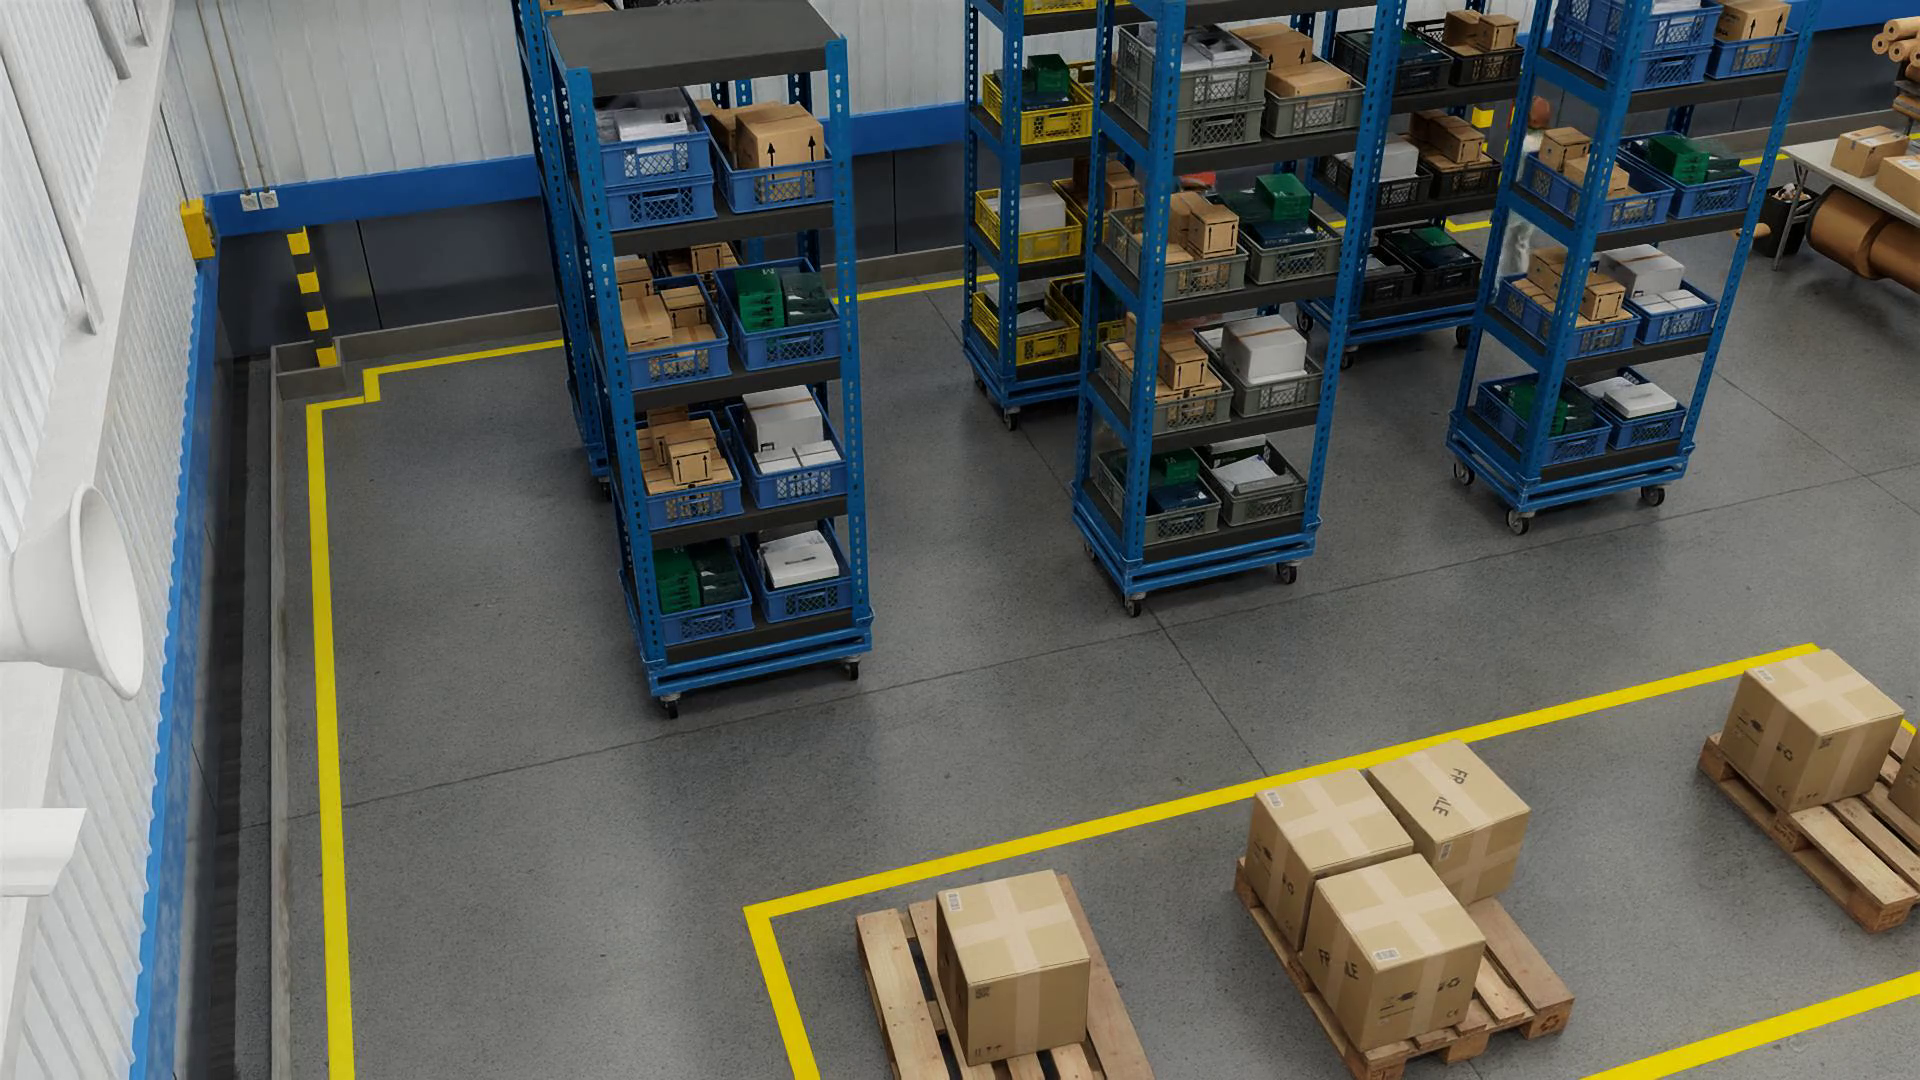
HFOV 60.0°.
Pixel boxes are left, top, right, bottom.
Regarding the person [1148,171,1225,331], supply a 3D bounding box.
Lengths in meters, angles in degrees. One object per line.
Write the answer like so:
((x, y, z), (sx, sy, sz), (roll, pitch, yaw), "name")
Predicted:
((1.376, -1.457, 10.646), (0.652, 1.952, 0.744), (25, 42, 31), "person")

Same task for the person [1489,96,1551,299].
((4.176, -2.497, 12.408), (0.572, 1.629, 0.340), (-20, 40, -26), "person")
